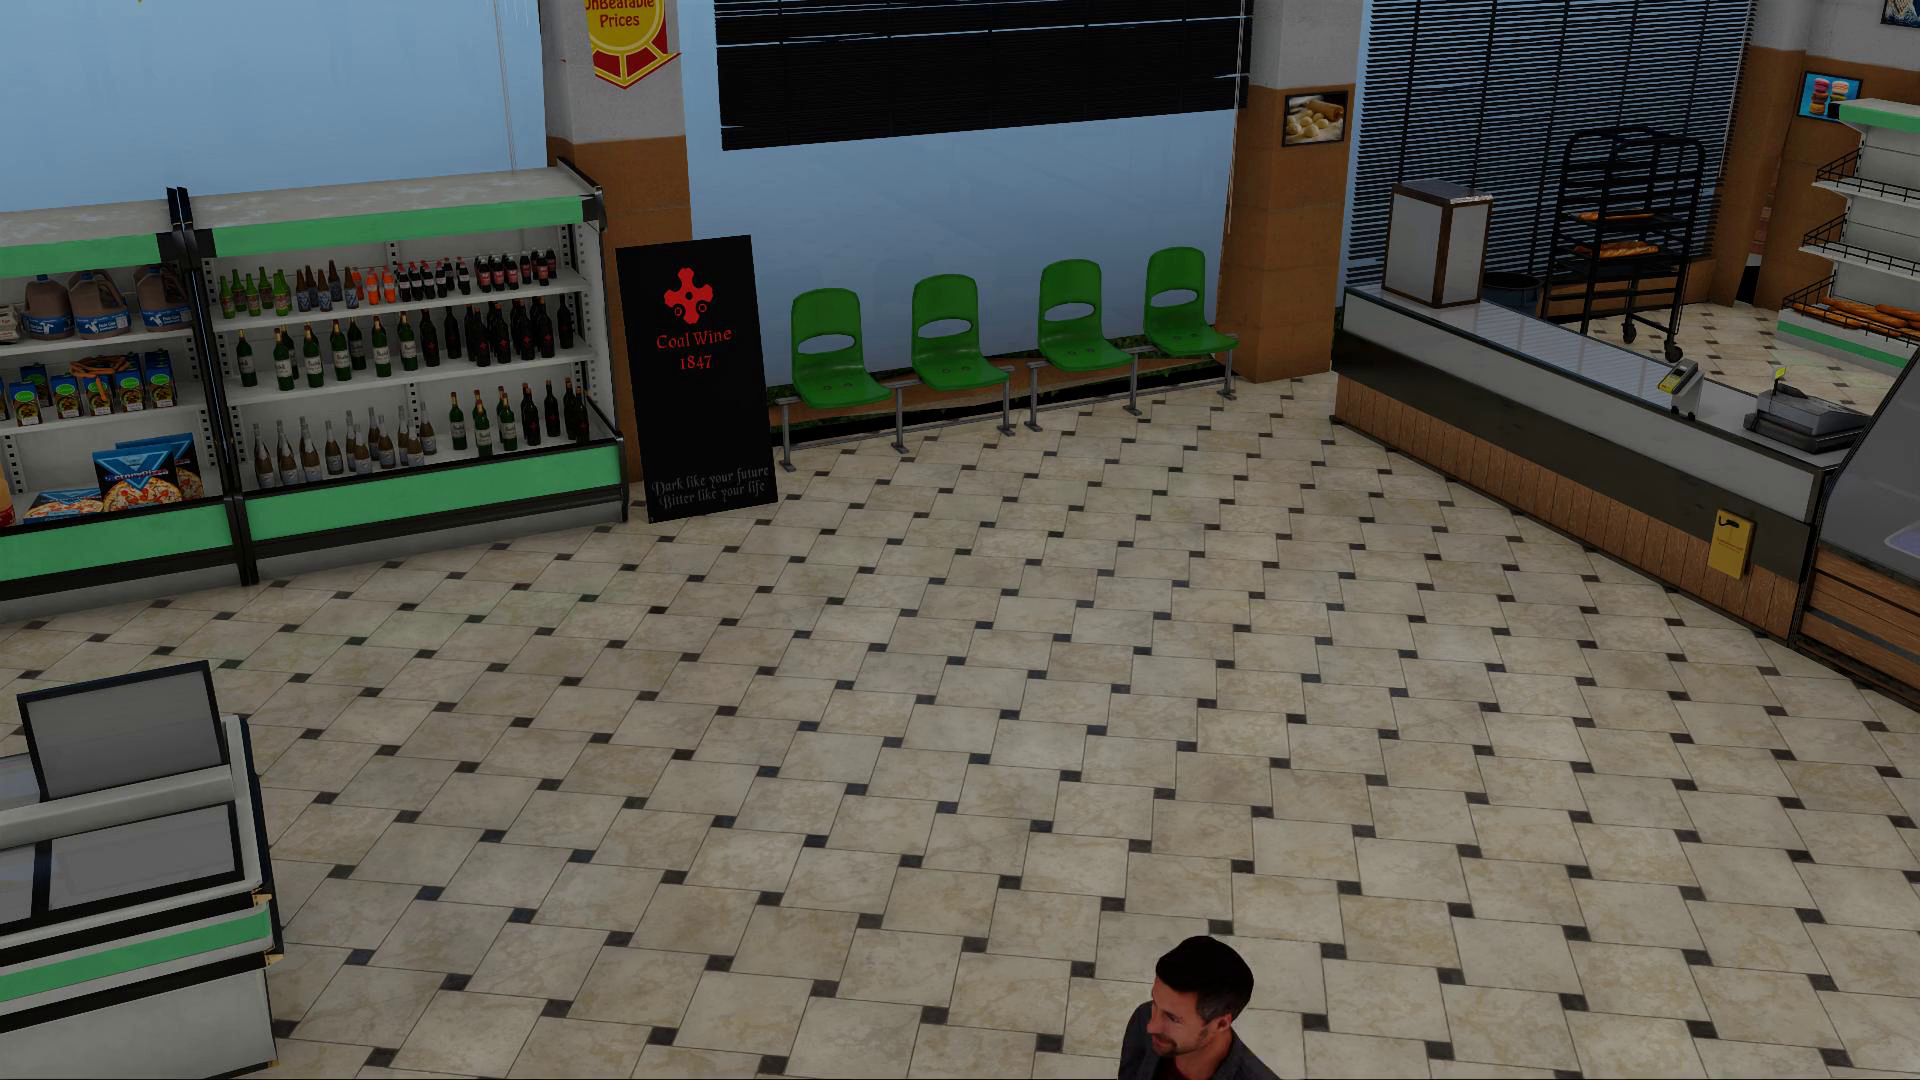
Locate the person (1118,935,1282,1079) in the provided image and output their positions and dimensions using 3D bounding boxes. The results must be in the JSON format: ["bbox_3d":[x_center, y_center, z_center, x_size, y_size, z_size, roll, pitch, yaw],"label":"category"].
[{"bbox_3d":[0.628,1.690,3.984,1.253,1.826,0.821,-14,27,-29],"label":"person"}]
